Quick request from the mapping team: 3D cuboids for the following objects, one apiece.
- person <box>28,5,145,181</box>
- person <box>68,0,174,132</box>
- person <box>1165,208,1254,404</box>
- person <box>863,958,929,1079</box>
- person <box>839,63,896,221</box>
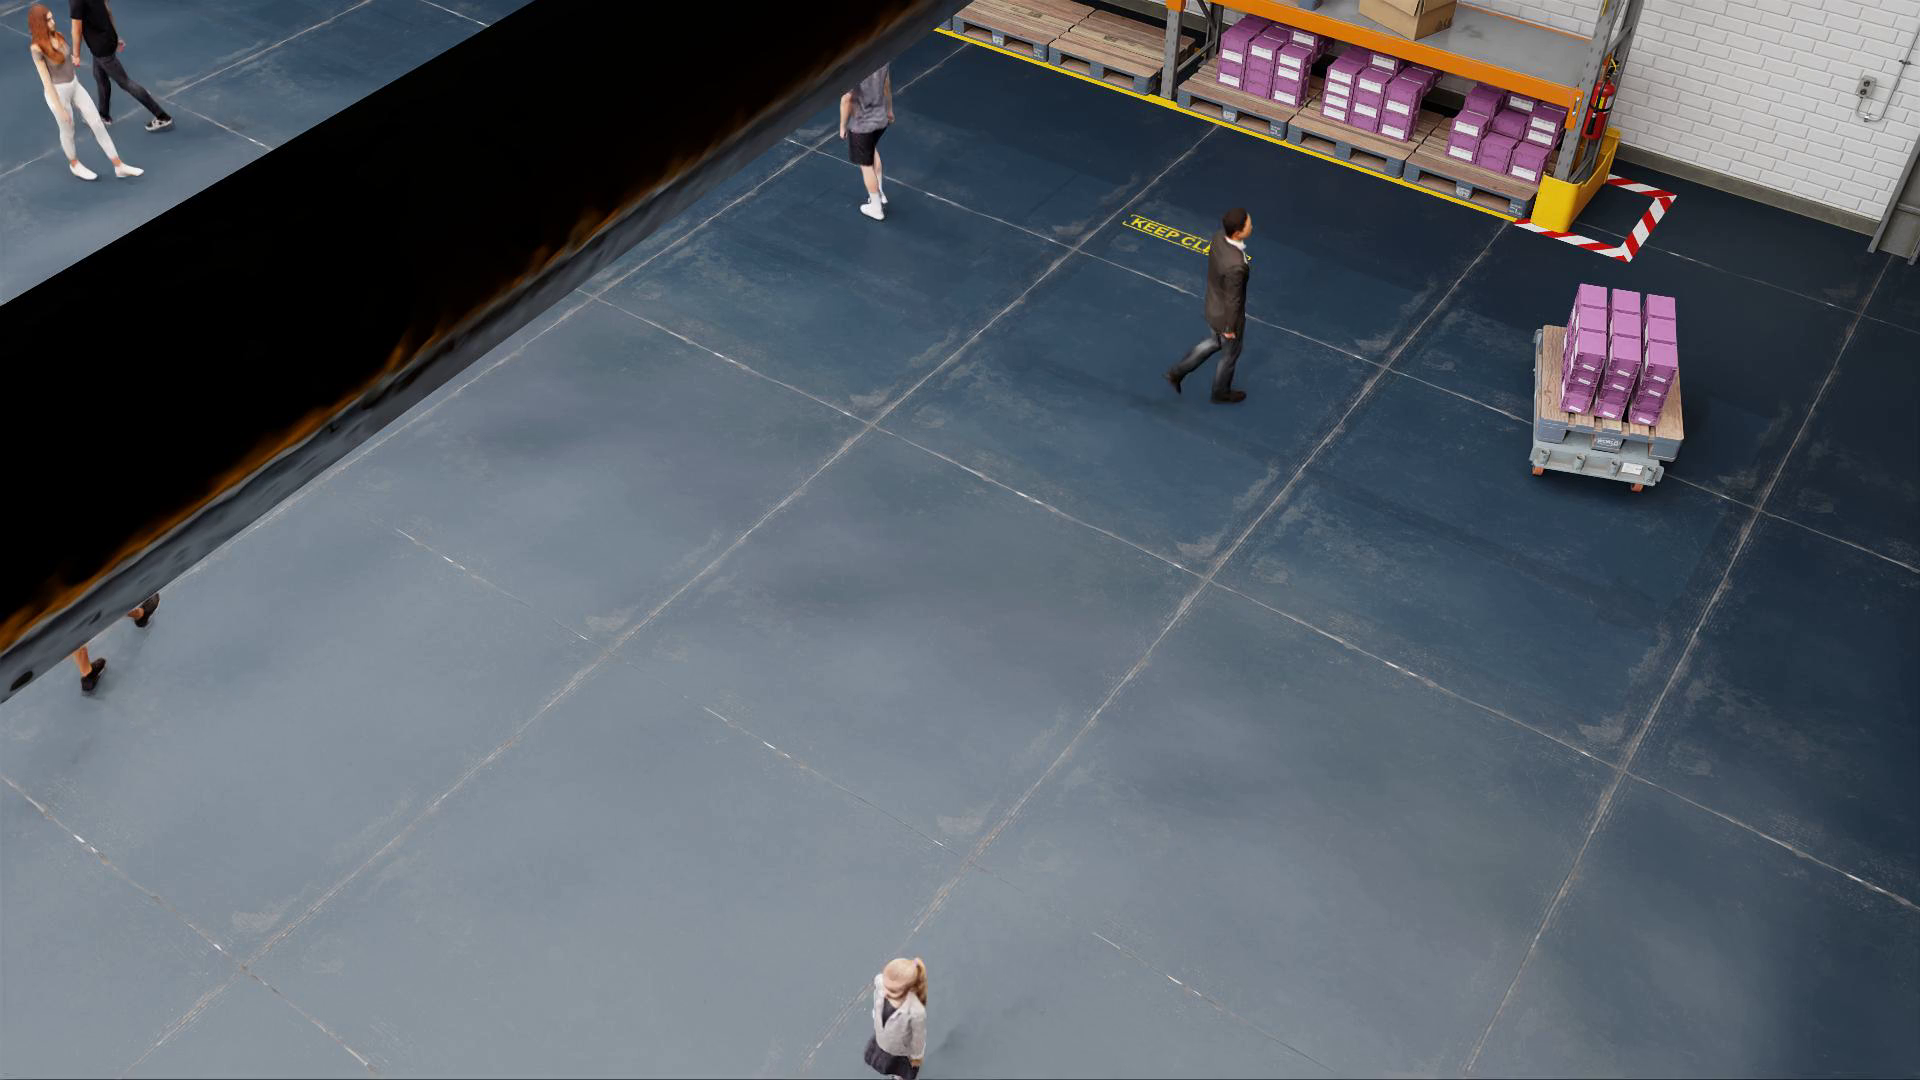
[{"bbox_3d":[-8.214,-4.048,15.146,1.050,1.693,0.841,11,45,12],"label":"person"},{"bbox_3d":[-8.034,-4.681,15.739,1.187,1.792,1.076,-4,44,-4],"label":"person"},{"bbox_3d":[1.935,-1.751,12.668,1.042,1.784,0.994,-9,44,-9],"label":"person"},{"bbox_3d":[-0.276,2.510,8.568,0.553,1.271,0.612,34,53,31],"label":"person"},{"bbox_3d":[-0.738,-3.636,14.592,0.755,1.860,0.757,-32,52,-29],"label":"person"}]
